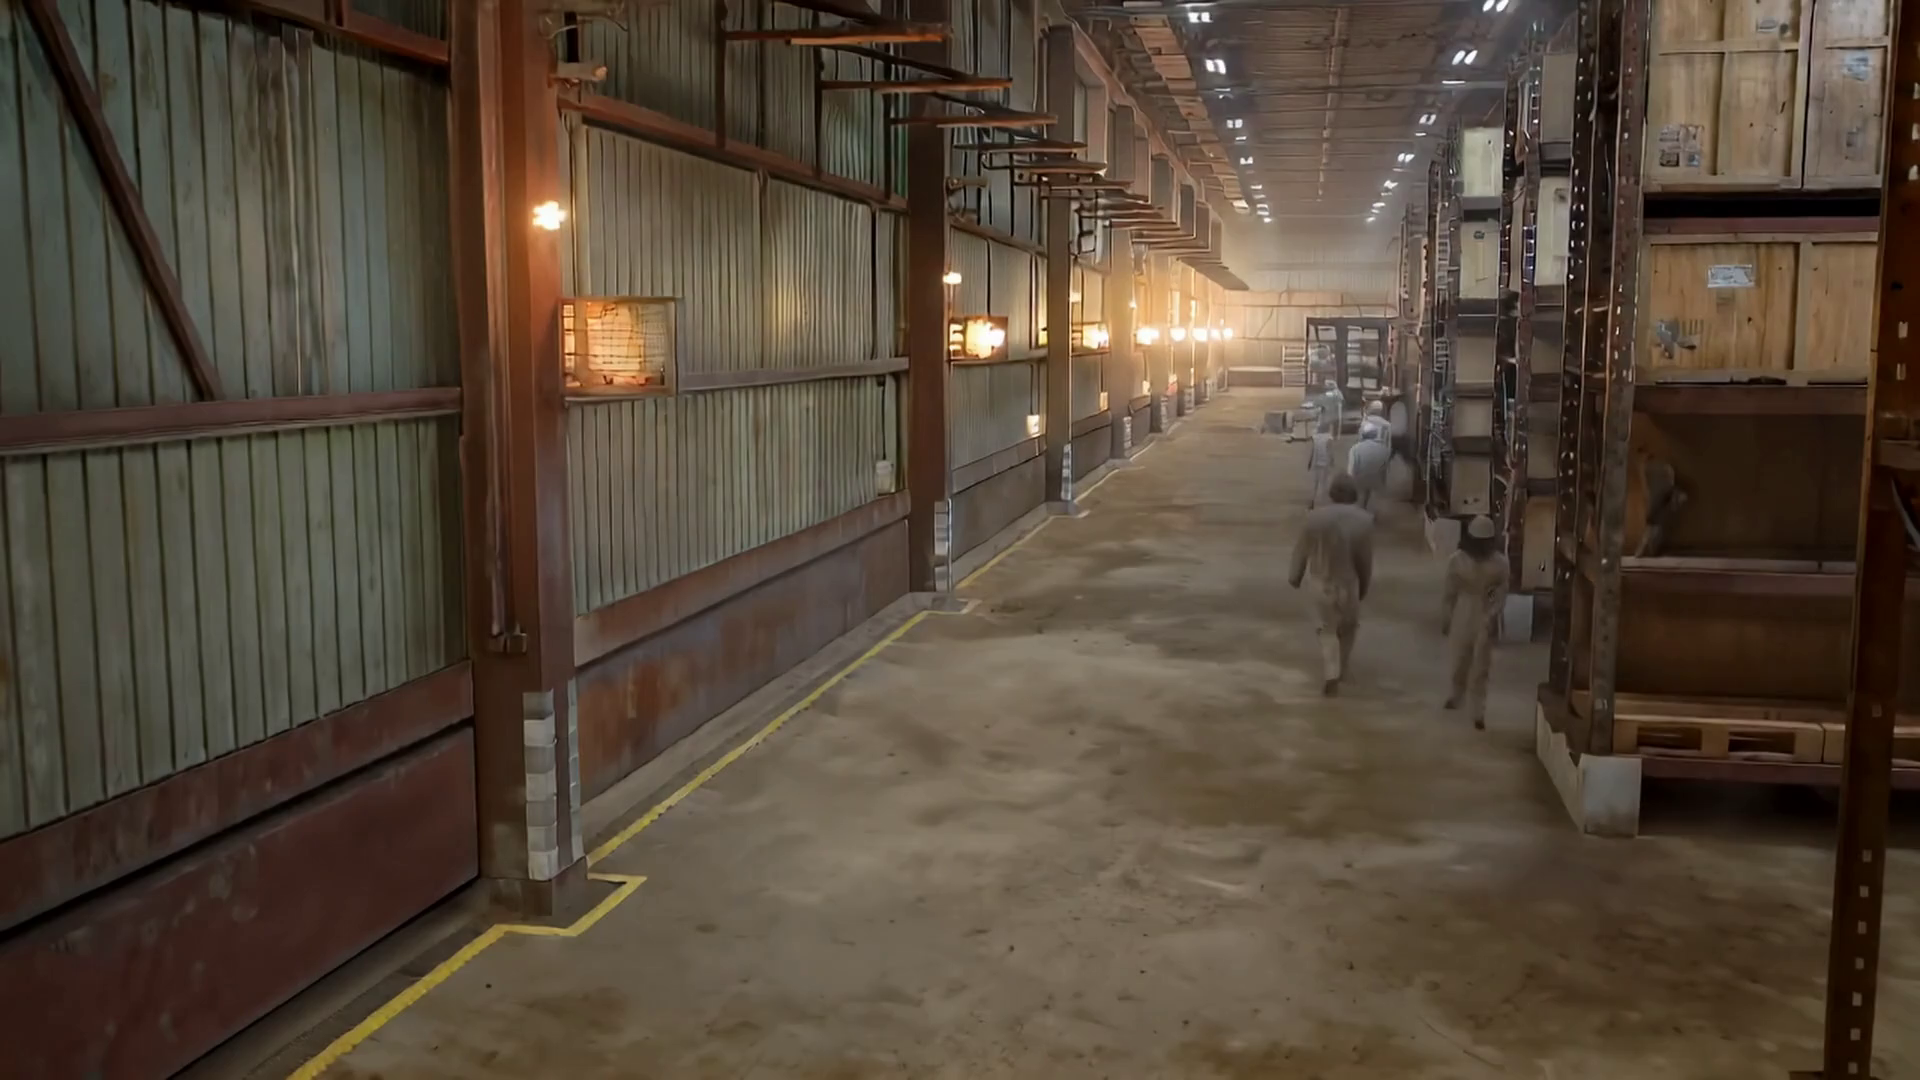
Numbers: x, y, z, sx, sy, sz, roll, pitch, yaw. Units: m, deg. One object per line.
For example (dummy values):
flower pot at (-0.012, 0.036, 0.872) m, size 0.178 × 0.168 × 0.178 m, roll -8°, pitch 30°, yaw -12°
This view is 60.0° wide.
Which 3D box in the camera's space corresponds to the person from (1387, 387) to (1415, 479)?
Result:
person at (9.288, -2.252, 35.181) m, size 0.940 × 1.952 × 0.619 m, roll 4°, pitch 8°, yaw 26°

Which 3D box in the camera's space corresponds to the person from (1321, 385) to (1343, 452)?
person at (9.583, -3.124, 42.865) m, size 0.561 × 1.753 × 0.331 m, roll 2°, pitch 7°, yaw 17°

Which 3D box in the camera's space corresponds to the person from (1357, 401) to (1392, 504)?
person at (7.363, -1.527, 29.576) m, size 0.617 × 1.887 × 1.032 m, roll 1°, pitch 7°, yaw 10°

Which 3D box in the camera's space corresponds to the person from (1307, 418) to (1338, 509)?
person at (6.270, -1.293, 28.721) m, size 0.536 × 1.624 × 0.375 m, roll 4°, pitch 8°, yaw 32°

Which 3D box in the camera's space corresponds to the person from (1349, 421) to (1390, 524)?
person at (5.971, -0.830, 24.319) m, size 0.599 × 1.800 × 0.748 m, roll 1°, pitch 7°, yaw 7°

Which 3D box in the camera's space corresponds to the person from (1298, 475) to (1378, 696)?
person at (3.261, 0.381, 14.357) m, size 0.640 × 1.889 × 1.057 m, roll 1°, pitch 7°, yaw 5°

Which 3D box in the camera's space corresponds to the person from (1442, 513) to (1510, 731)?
person at (4.038, 0.621, 13.053) m, size 0.496 × 1.718 × 0.611 m, roll 1°, pitch 7°, yaw 12°
